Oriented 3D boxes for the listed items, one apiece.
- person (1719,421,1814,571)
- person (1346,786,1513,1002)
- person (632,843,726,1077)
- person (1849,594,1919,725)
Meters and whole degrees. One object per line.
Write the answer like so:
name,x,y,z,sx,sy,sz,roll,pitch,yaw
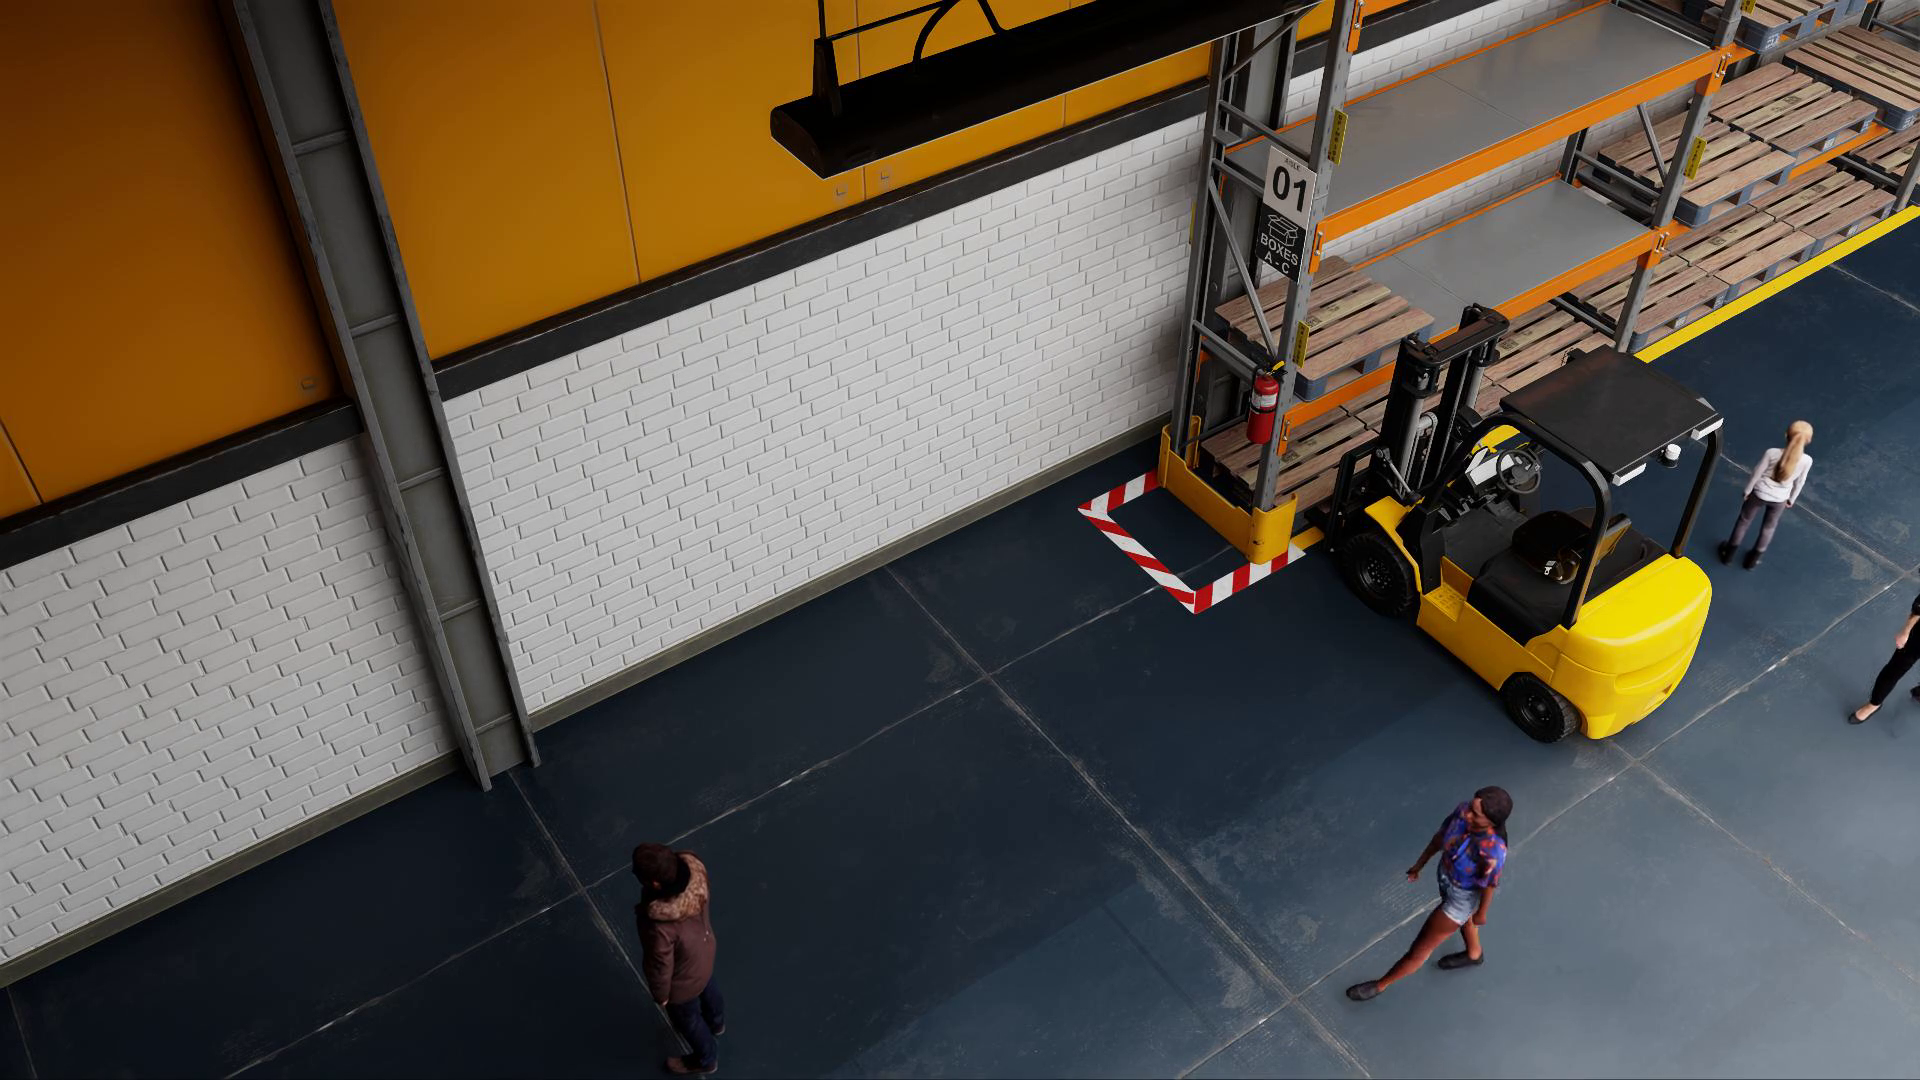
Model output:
person,5.657,-0.308,11.618,0.587,1.277,0.637,12,45,13
person,2.779,1.888,9.009,1.208,1.696,0.905,-8,44,-8
person,-1.441,2.152,8.626,0.917,1.843,0.857,7,44,7
person,6.100,0.568,10.433,0.827,1.643,0.962,11,45,12
